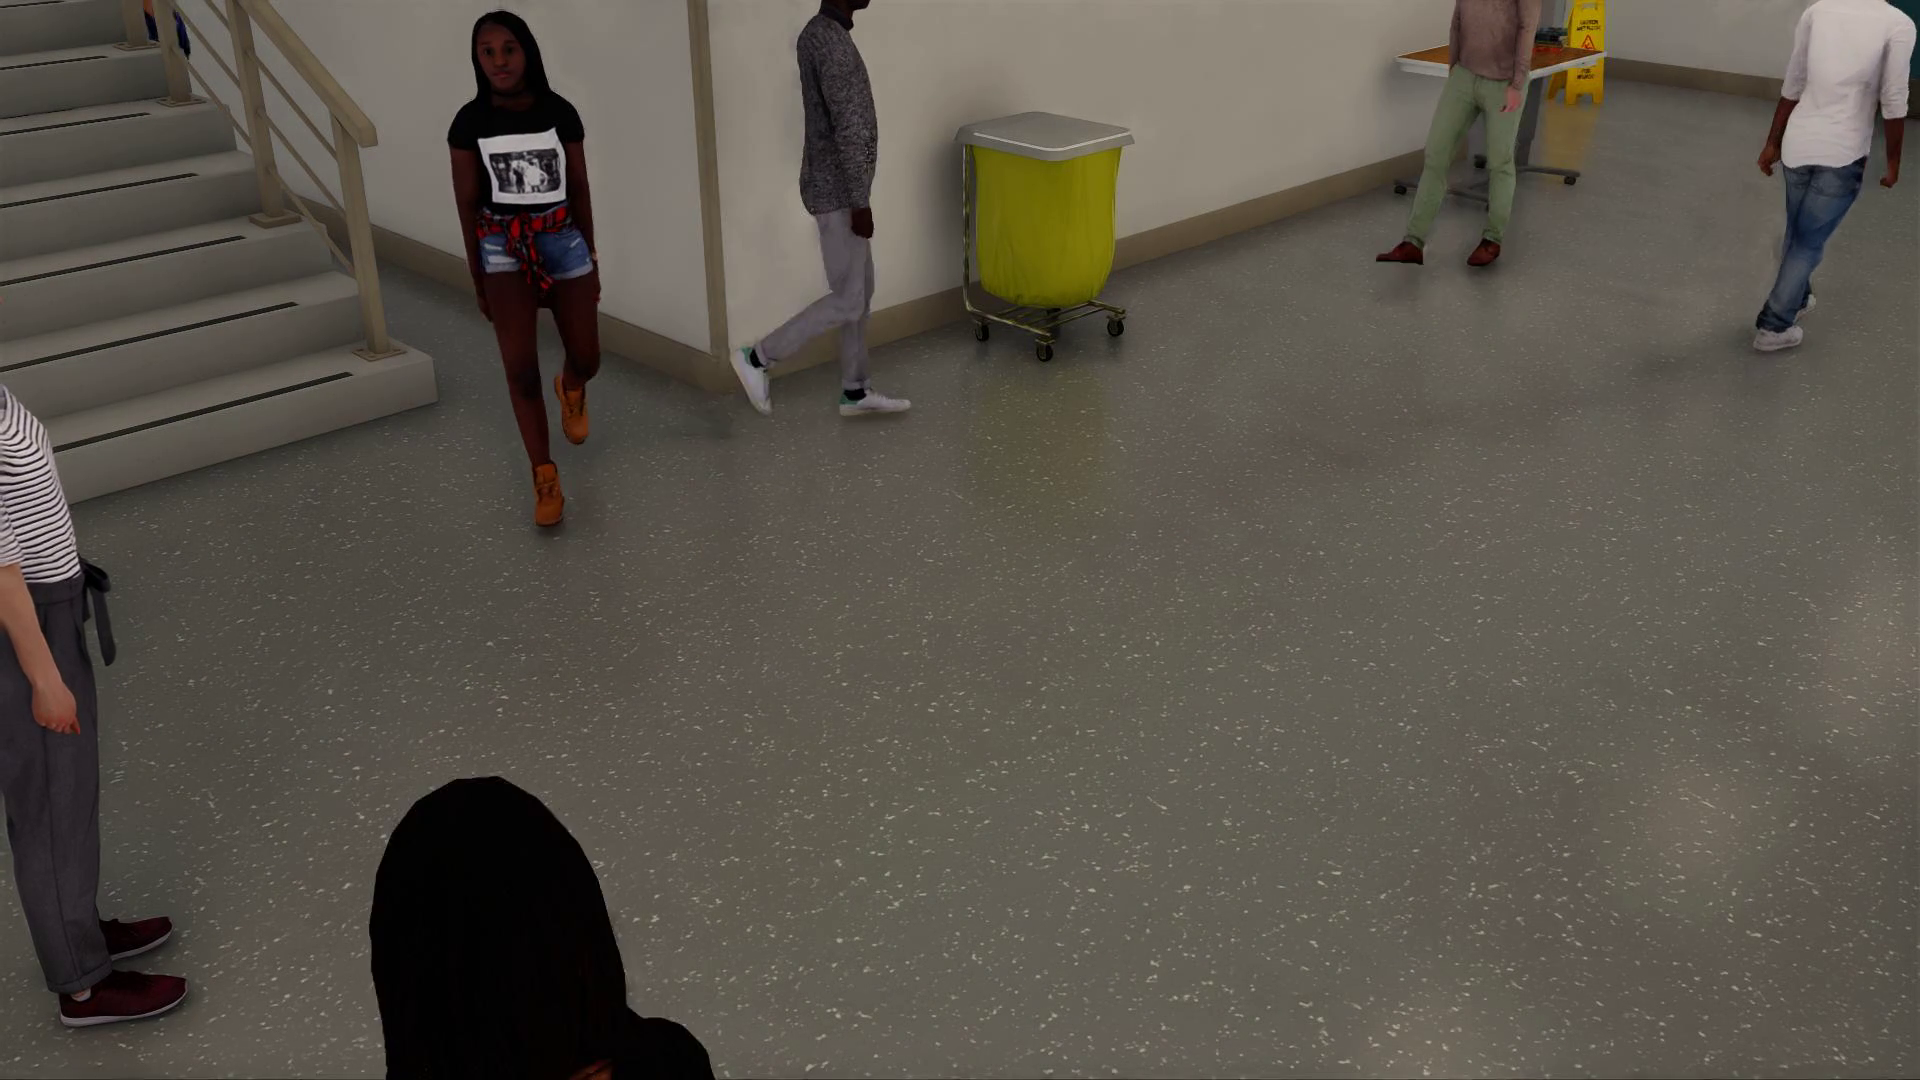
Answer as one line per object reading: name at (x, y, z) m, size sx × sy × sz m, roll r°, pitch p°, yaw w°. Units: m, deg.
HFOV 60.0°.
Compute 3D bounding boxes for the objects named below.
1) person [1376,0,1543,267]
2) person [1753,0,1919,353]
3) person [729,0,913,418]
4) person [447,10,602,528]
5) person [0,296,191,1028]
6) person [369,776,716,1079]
person at (2.702, -2.282, 8.348) m, size 0.762 × 1.844 × 0.952 m, roll -23°, pitch 34°, yaw -39°
person at (3.690, -1.688, 7.180) m, size 0.831 × 1.787 × 0.899 m, roll -17°, pitch 30°, yaw -31°
person at (-0.557, -1.306, 6.358) m, size 1.063 × 1.813 × 1.046 m, roll -4°, pitch 26°, yaw -8°
person at (-1.455, -0.930, 5.700) m, size 0.851 × 1.707 × 1.016 m, roll -8°, pitch 27°, yaw -16°
person at (-1.891, 0.197, 3.331) m, size 0.724 × 1.735 × 0.565 m, roll -13°, pitch 29°, yaw -26°
person at (-0.389, 1.009, 1.766) m, size 0.661 × 1.633 × 0.689 m, roll -10°, pitch 28°, yaw -20°
